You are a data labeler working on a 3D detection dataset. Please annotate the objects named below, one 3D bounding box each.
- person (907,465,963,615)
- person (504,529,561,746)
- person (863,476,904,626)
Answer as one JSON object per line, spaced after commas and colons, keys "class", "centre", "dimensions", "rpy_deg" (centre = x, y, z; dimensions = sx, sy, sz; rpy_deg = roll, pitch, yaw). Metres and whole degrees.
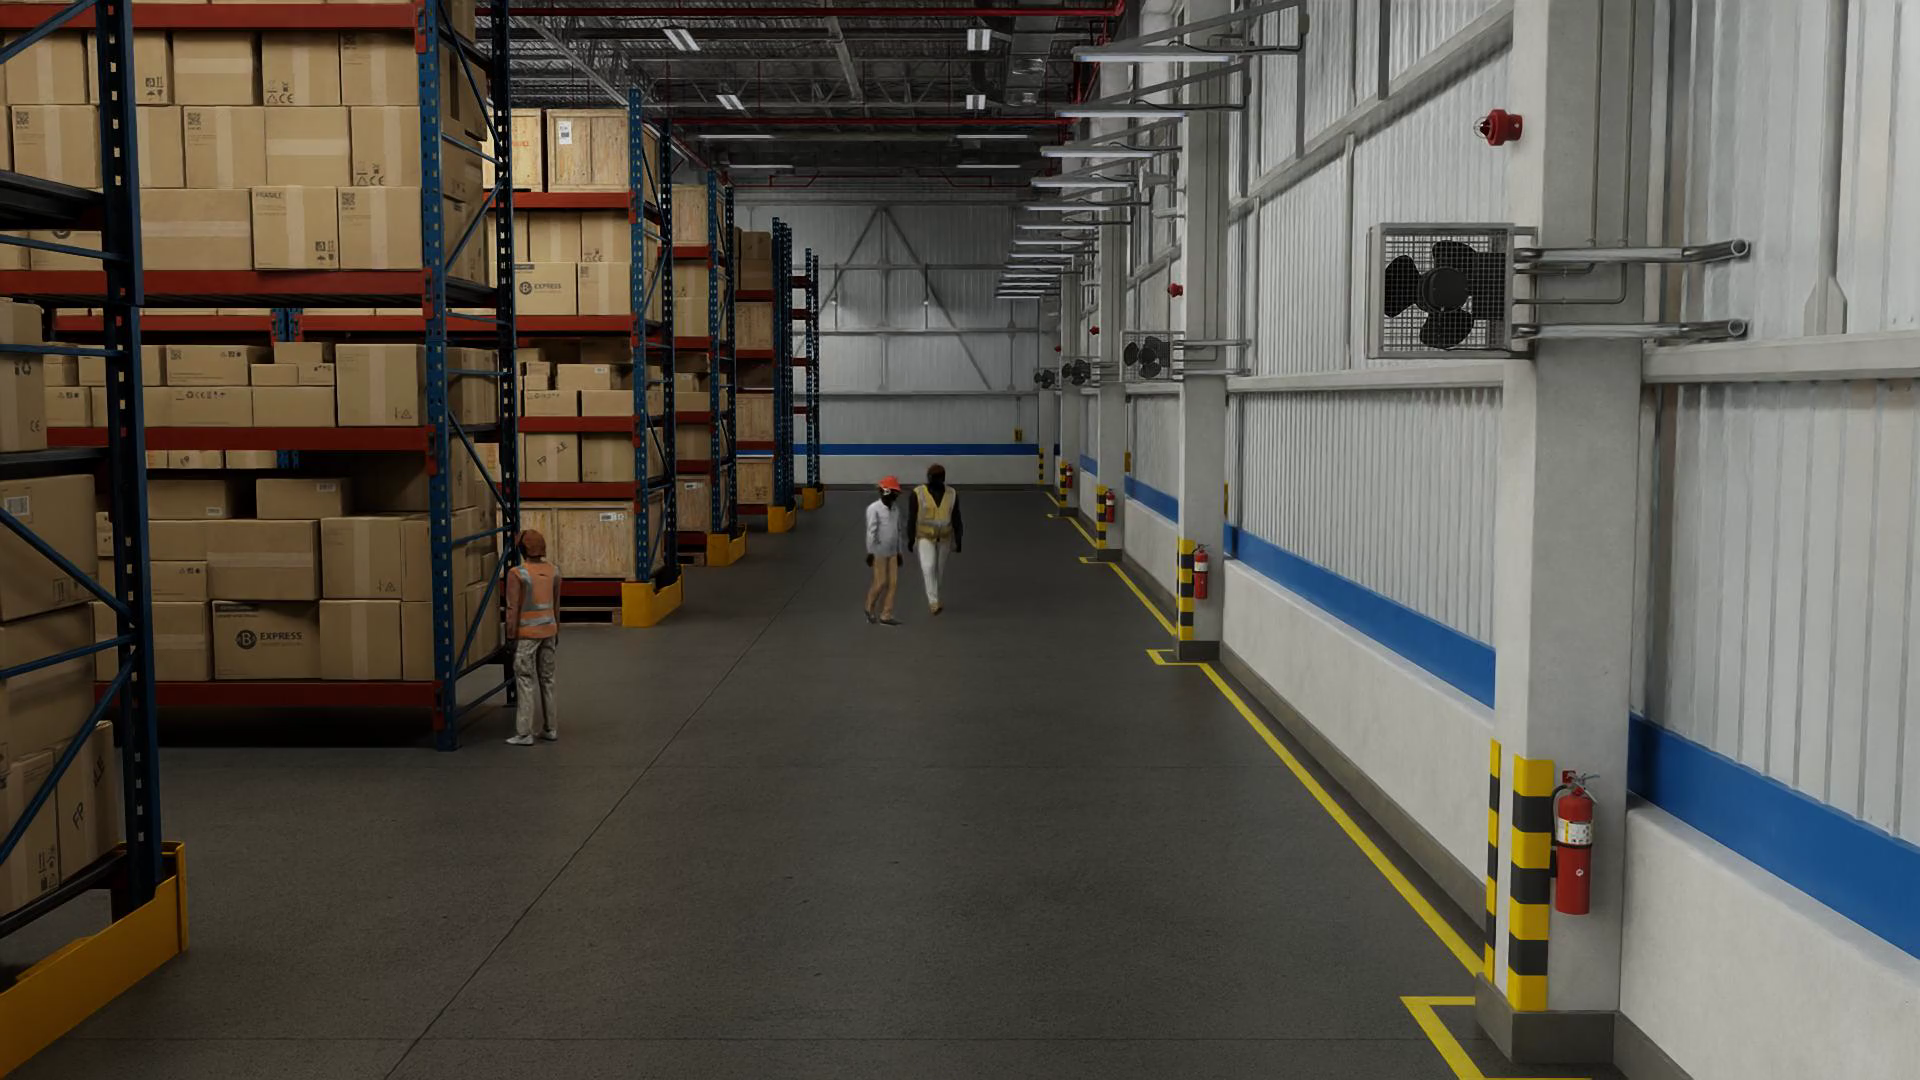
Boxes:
{"class": "person", "centre": [-0.272, 0.004, 20.102], "dimensions": [0.652, 1.792, 0.943], "rpy_deg": [-2, 5, -19]}
{"class": "person", "centre": [-3.218, 0.733, 12.575], "dimensions": [0.313, 1.632, 0.525], "rpy_deg": [3, 6, 31]}
{"class": "person", "centre": [-0.870, 0.129, 19.051], "dimensions": [0.400, 1.720, 0.641], "rpy_deg": [4, 6, 40]}
